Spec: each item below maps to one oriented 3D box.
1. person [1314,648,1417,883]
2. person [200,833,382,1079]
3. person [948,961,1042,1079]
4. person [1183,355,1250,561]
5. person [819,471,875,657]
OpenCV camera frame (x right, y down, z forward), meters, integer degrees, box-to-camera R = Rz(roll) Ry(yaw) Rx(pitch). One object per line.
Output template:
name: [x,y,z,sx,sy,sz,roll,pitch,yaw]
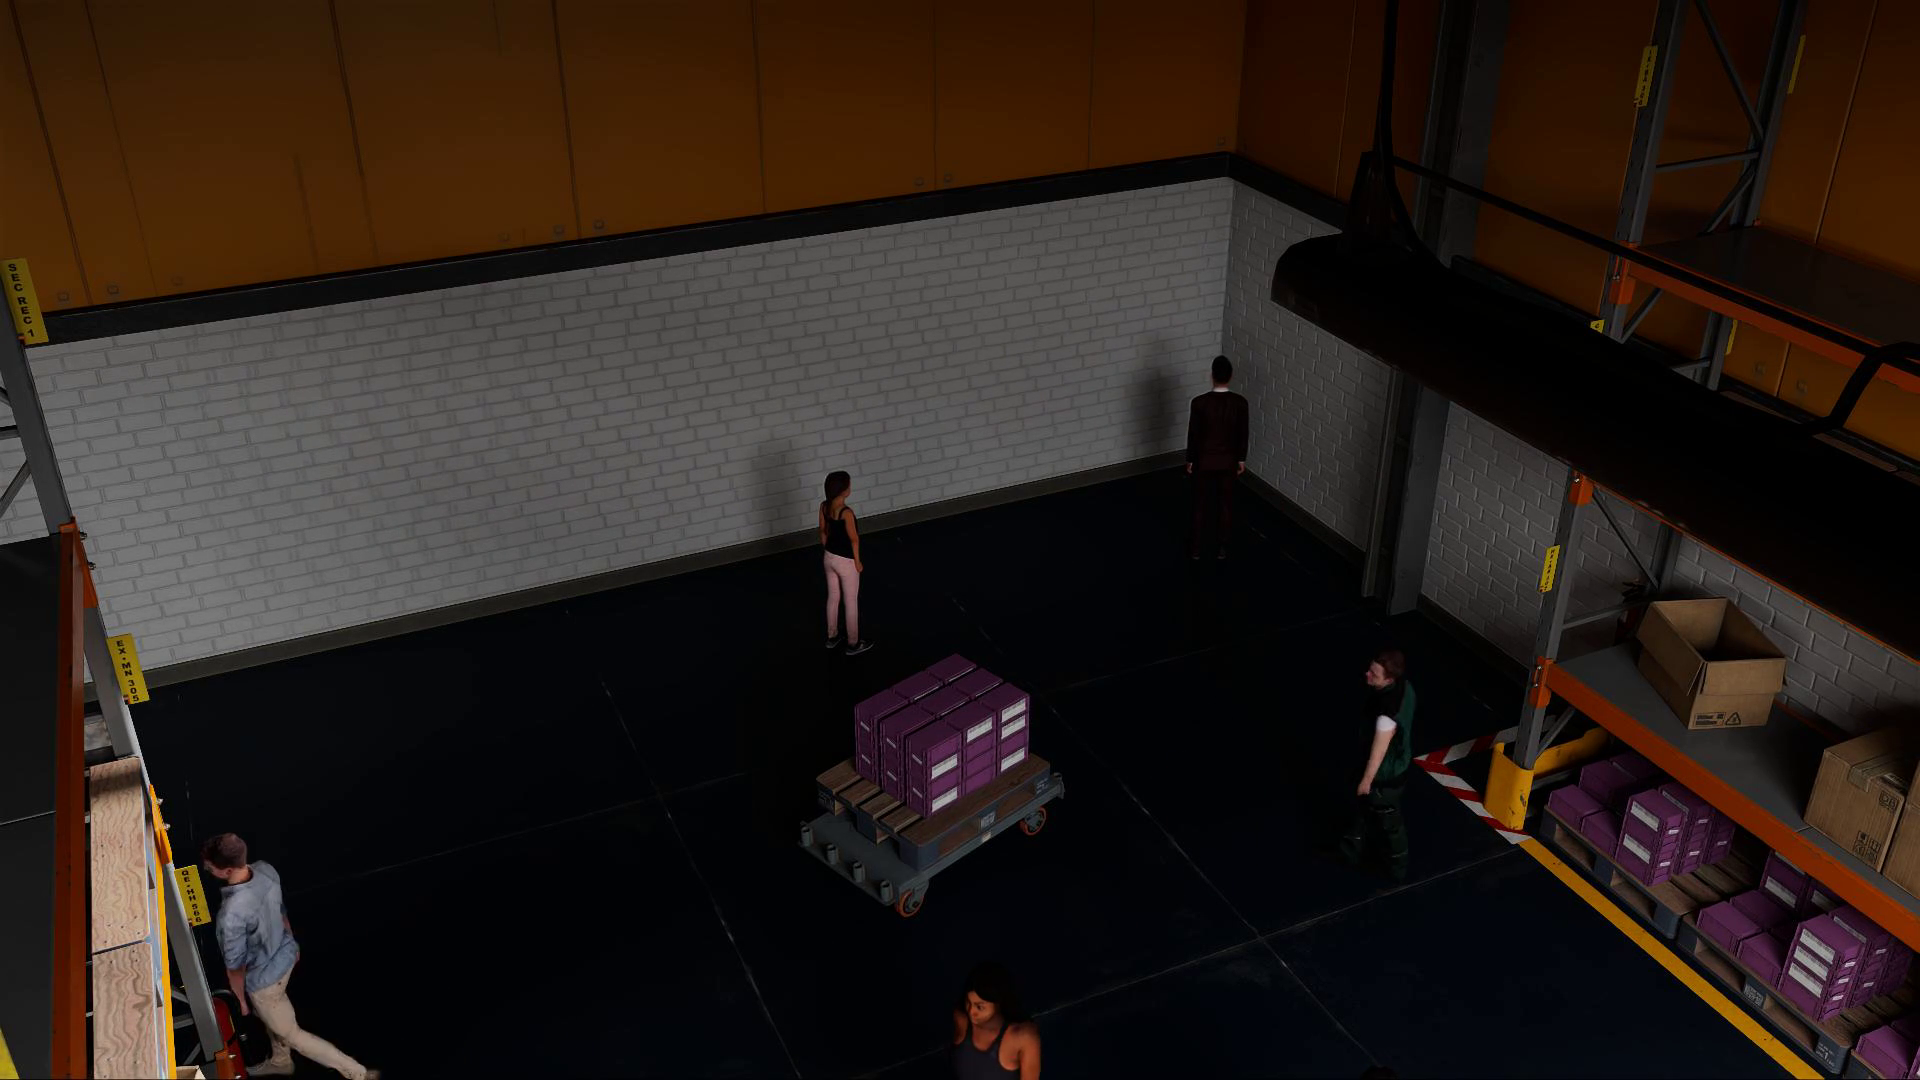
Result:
person: [2.704,1.422,10.444,0.973,1.803,0.927,12,31,20]
person: [-3.579,2.307,8.811,1.070,1.812,1.165,3,29,6]
person: [0.207,2.723,8.067,1.093,1.794,1.067,17,33,29]
person: [2.193,-0.694,14.257,0.771,1.866,0.758,0,29,0]
person: [-0.927,0.164,12.998,0.566,1.565,0.669,21,35,33]
